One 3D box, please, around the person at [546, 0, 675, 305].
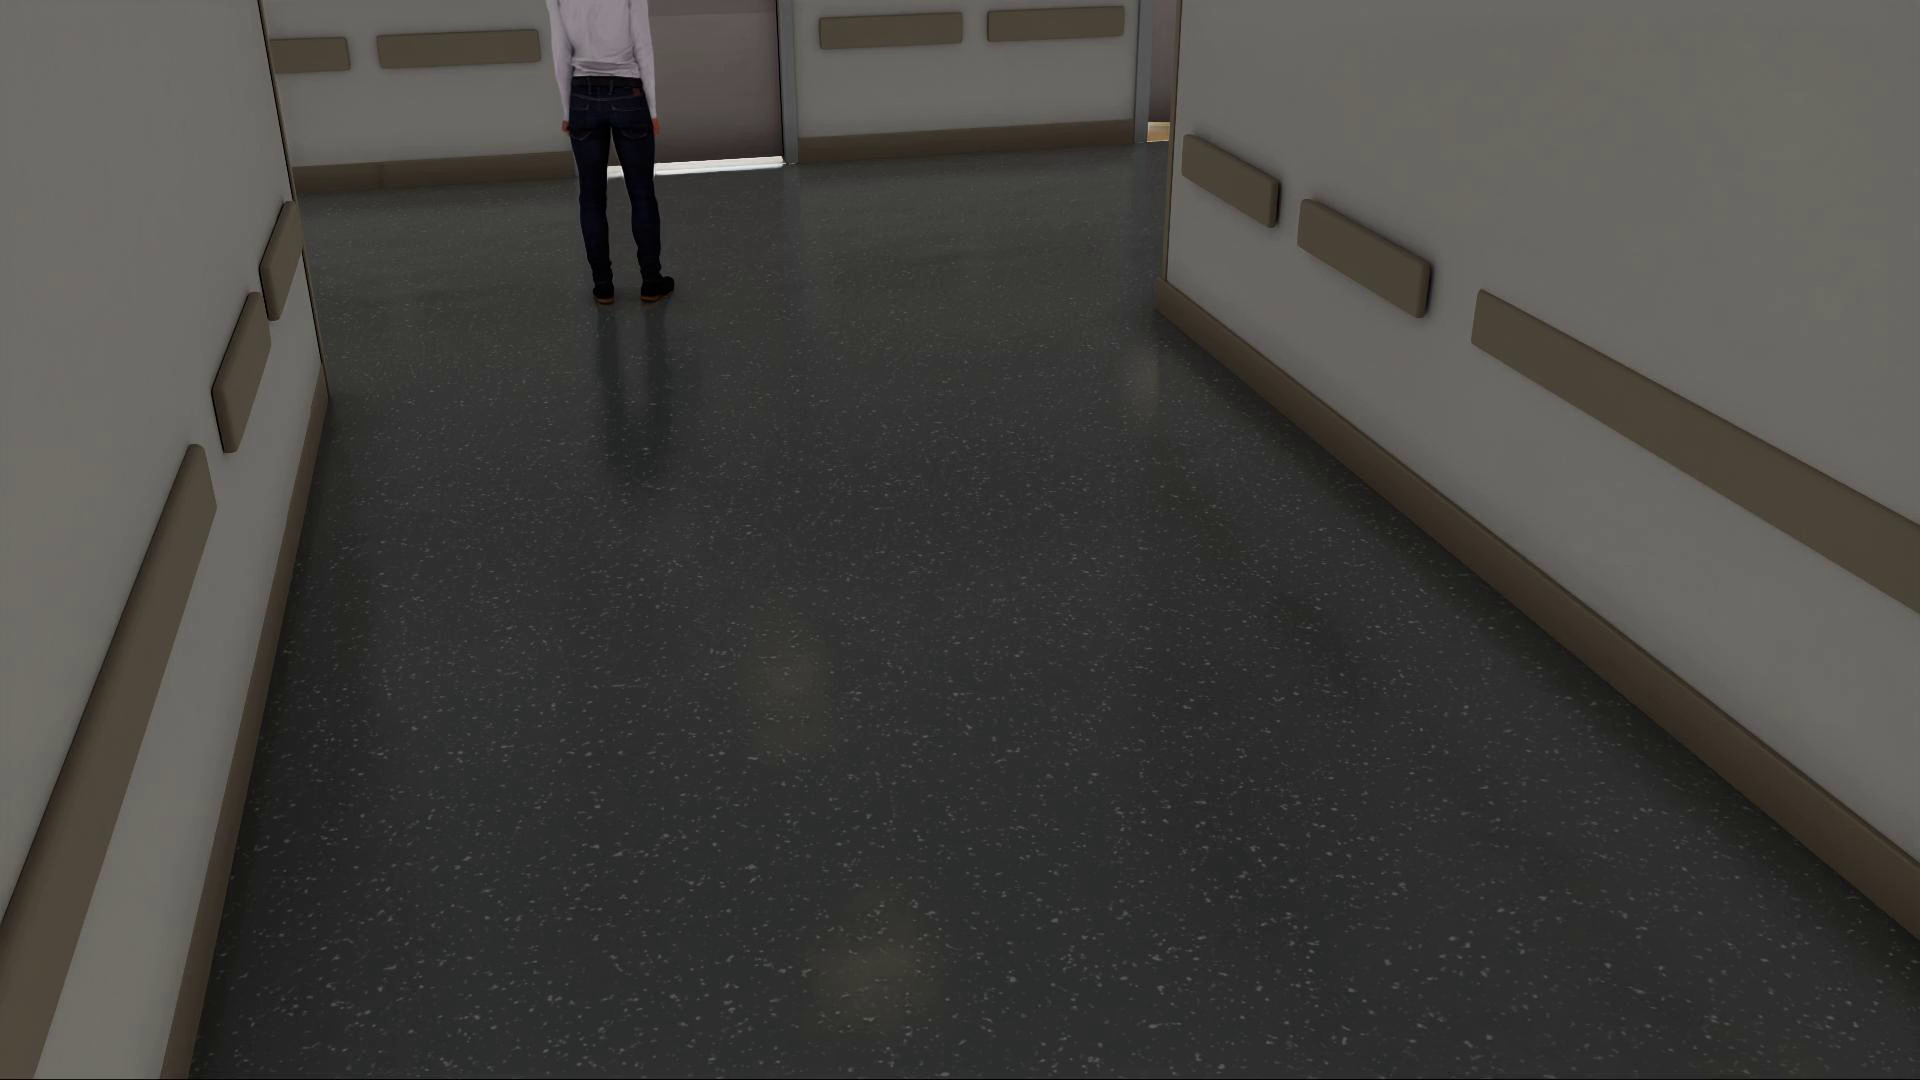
[{"bbox_3d":[-1.648,-2.040,7.789,0.596,1.873,0.729,-1,26,-2],"label":"person"}]
